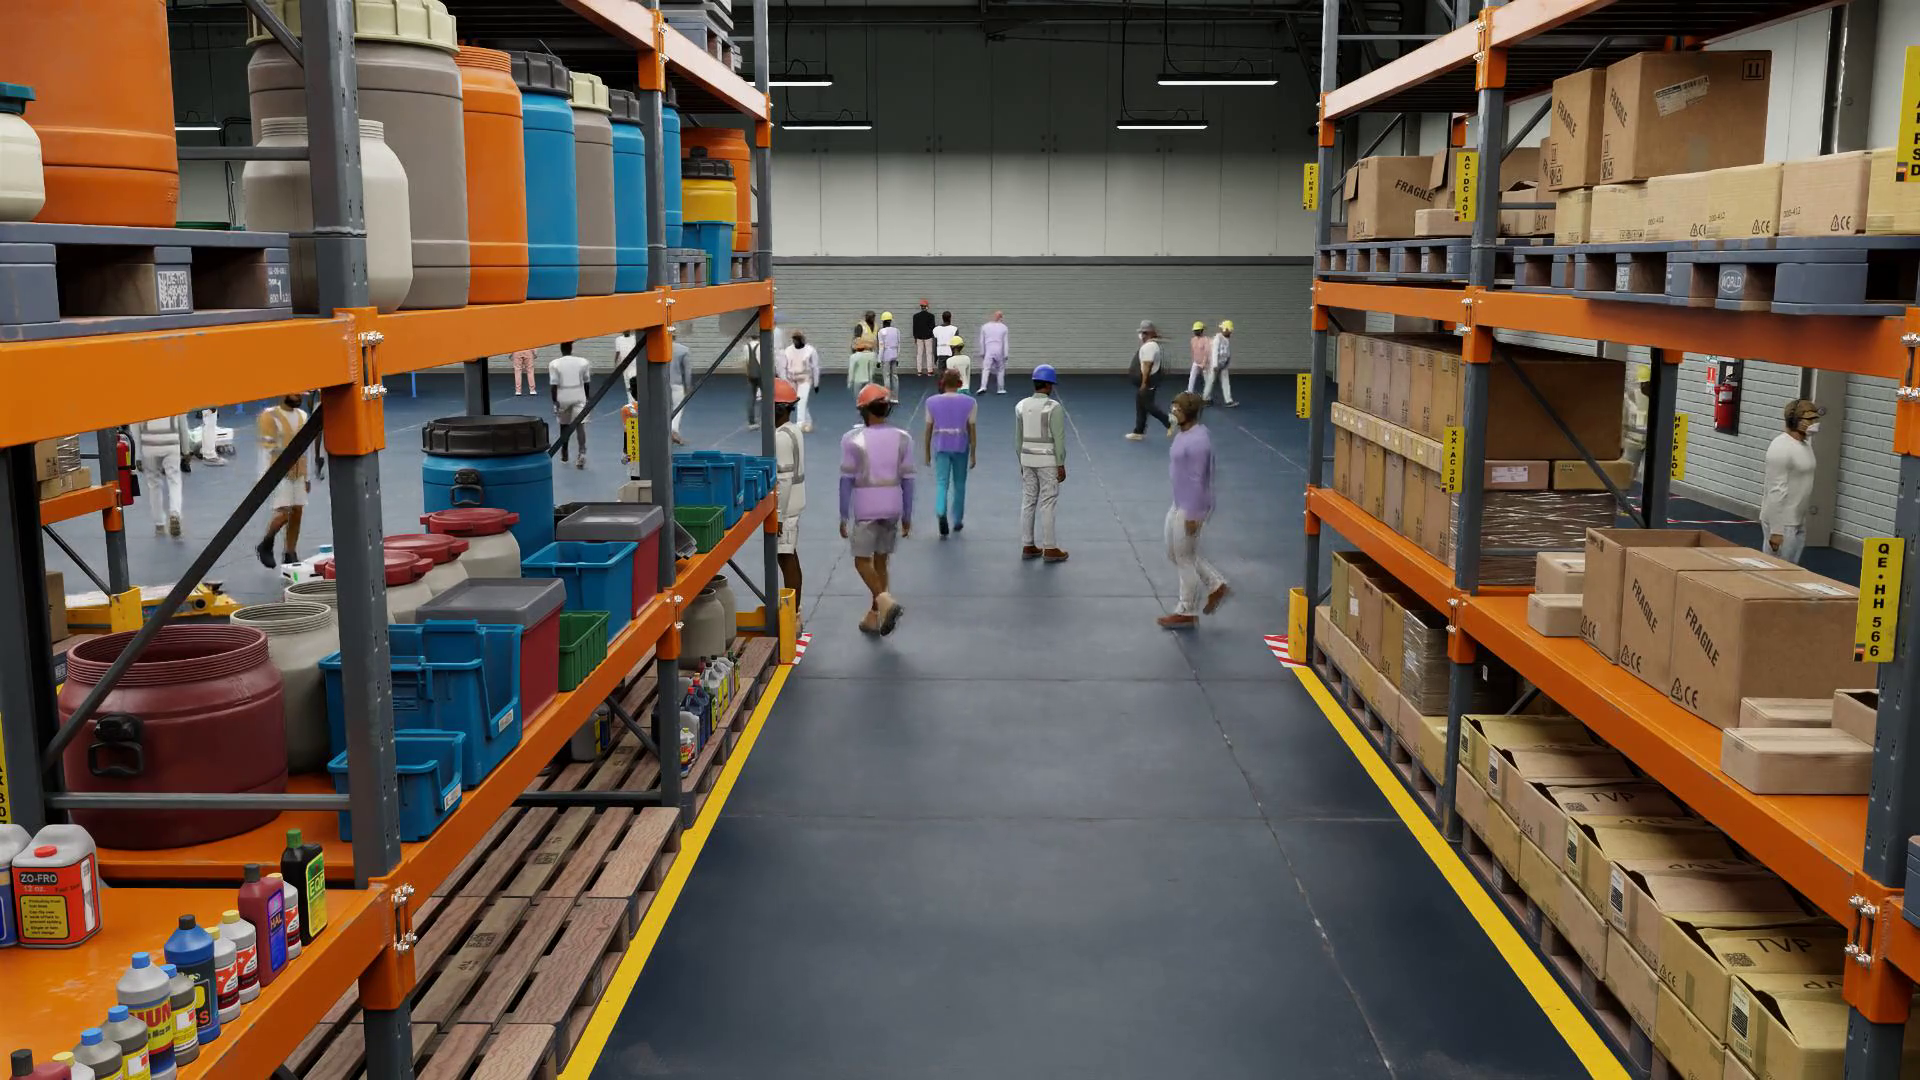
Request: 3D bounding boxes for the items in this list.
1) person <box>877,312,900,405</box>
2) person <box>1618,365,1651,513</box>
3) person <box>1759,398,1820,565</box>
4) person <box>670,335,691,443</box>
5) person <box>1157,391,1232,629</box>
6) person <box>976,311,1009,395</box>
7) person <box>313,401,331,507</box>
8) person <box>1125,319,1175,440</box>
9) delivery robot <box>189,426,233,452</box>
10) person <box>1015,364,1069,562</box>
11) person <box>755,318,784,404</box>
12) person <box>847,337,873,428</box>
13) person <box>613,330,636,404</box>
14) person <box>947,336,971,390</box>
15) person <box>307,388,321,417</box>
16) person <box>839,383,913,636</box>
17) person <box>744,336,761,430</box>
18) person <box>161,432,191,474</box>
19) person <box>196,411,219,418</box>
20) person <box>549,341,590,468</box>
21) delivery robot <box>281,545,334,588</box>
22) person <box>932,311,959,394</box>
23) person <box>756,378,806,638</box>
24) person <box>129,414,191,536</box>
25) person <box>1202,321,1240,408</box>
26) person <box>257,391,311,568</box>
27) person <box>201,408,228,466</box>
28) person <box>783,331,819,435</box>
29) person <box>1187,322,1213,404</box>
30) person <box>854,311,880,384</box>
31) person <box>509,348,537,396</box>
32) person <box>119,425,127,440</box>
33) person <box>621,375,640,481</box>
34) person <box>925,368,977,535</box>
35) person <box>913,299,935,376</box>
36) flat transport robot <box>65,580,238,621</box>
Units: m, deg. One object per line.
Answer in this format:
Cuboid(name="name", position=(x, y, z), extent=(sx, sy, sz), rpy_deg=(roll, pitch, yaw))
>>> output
Cuboid(name="person", position=(-1.502, -3.788, 34.672), extent=(0.373, 1.928, 0.584), rpy_deg=(9, 13, 44))
Cuboid(name="person", position=(7.925, -1.148, 19.313), extent=(0.633, 1.788, 0.879), rpy_deg=(2, 10, 10))
Cuboid(name="person", position=(6.263, -0.109, 12.605), extent=(0.362, 1.938, 0.631), rpy_deg=(9, 13, 42))
Cuboid(name="person", position=(-4.727, -2.511, 27.085), extent=(0.653, 1.907, 0.636), rpy_deg=(0, 9, 0))
Cuboid(name="person", position=(1.908, -0.246, 13.460), extent=(0.535, 1.927, 0.631), rpy_deg=(-1, 10, -5))
Cuboid(name="person", position=(0.761, -4.185, 37.291), extent=(0.678, 1.867, 0.807), rpy_deg=(2, 10, 14))
Cuboid(name="person", position=(-6.351, -0.814, 17.091), extent=(0.554, 1.849, 0.471), rpy_deg=(-5, 11, -29))
Cuboid(name="person", position=(3.192, -2.654, 27.668), extent=(0.798, 2.000, 0.688), rpy_deg=(1, 10, 6))
Cuboid(name="delivery robot", position=(-11.489, -1.580, 25.398), extent=(0.477, 0.478, 0.707), rpy_deg=(6, 11, 33))
Cuboid(name="person", position=(0.819, -0.773, 16.564), extent=(0.604, 1.945, 0.398), rpy_deg=(9, 13, 44))
Cuboid(name="person", position=(-3.929, -3.799, 34.868), extent=(1.020, 1.895, 0.619), rpy_deg=(-7, 12, -38))
Cuboid(name="person", position=(-1.804, -2.800, 29.651), extent=(0.352, 1.617, 0.522), rpy_deg=(8, 12, 40))
Cuboid(name="person", position=(-6.395, -3.274, 31.875), extent=(0.543, 1.830, 0.884), rpy_deg=(2, 10, 13))
Cuboid(name="person", position=(-0.043, -2.417, 26.941), extent=(0.318, 1.769, 0.522), rpy_deg=(9, 13, 44))
Cuboid(name="person", position=(-11.658, -3.037, 30.135), extent=(0.545, 1.942, 0.349), rpy_deg=(4, 10, 22))
Cuboid(name="person", position=(-0.626, -0.217, 13.073), extent=(0.634, 2.008, 0.739), rpy_deg=(-4, 10, -24))
Cuboid(name="person", position=(-3.524, -2.877, 29.569), extent=(0.543, 1.809, 0.832), rpy_deg=(5, 11, 27))
Cuboid(name="person", position=(-11.094, -1.901, 23.339), extent=(0.361, 1.935, 0.553), rpy_deg=(3, 10, 19))
Cuboid(name="person", position=(-14.452, -3.298, 31.718), extent=(0.549, 1.934, 0.374), rpy_deg=(-4, 10, -21))
Cuboid(name="person", position=(-5.647, -2.030, 24.164), extent=(0.604, 1.931, 0.959), rpy_deg=(-4, 10, -21))
Cuboid(name="delivery robot", position=(-5.410, 0.285, 14.226), extent=(0.707, 0.478, 0.477), rpy_deg=(-8, 13, -41))
Cuboid(name="person", position=(-0.291, -3.895, 35.340), extent=(0.587, 1.920, 0.392), rpy_deg=(3, 10, 19))
Cuboid(name="person", position=(-1.408, -0.254, 13.144), extent=(0.366, 2.048, 0.610), rpy_deg=(0, 9, 0))
Cuboid(name="person", position=(-8.604, -0.951, 17.907), extent=(0.576, 1.856, 0.800), rpy_deg=(-4, 10, -24))
Cuboid(name="person", position=(5.326, -3.595, 34.027), extent=(0.907, 1.769, 0.663), rpy_deg=(9, 13, 43))
Cuboid(name="person", position=(-6.385, -0.628, 15.783), extent=(0.502, 1.913, 0.579), rpy_deg=(5, 11, 26))
Cuboid(name="person", position=(-10.994, -2.046, 24.369), extent=(0.337, 1.882, 0.584), rpy_deg=(-6, 11, -31))
Cuboid(name="person", position=(-2.732, -2.726, 28.736), extent=(0.610, 1.794, 0.965), rpy_deg=(4, 10, 25))
Cuboid(name="person", position=(4.933, -3.631, 34.341), extent=(0.908, 1.724, 0.536), rpy_deg=(-9, 13, -44))
Cuboid(name="person", position=(-2.113, -4.504, 39.332), extent=(0.686, 1.805, 0.847), rpy_deg=(-8, 12, -38))
Cuboid(name="person", position=(-9.742, -4.177, 37.068), extent=(0.644, 1.907, 0.399), rpy_deg=(-2, 10, -11))
Cuboid(name="person", position=(-13.801, -2.507, 27.784), extent=(0.806, 1.670, 0.527), rpy_deg=(-3, 10, -17))
Cuboid(name="person", position=(-3.568, -0.989, 18.599), extent=(0.318, 1.697, 0.533), rpy_deg=(7, 12, 37))
Cuboid(name="person", position=(-0.104, -0.968, 18.139), extent=(0.574, 1.816, 0.836), rpy_deg=(1, 10, 5))
Cuboid(name="person", position=(-0.921, -5.282, 43.419), extent=(0.608, 1.997, 0.375), rpy_deg=(3, 10, 15))
Cuboid(name="flat transport robot", position=(-6.837, 0.542, 13.815), extent=(1.431, 0.197, 0.652), rpy_deg=(-7, 11, -34))
